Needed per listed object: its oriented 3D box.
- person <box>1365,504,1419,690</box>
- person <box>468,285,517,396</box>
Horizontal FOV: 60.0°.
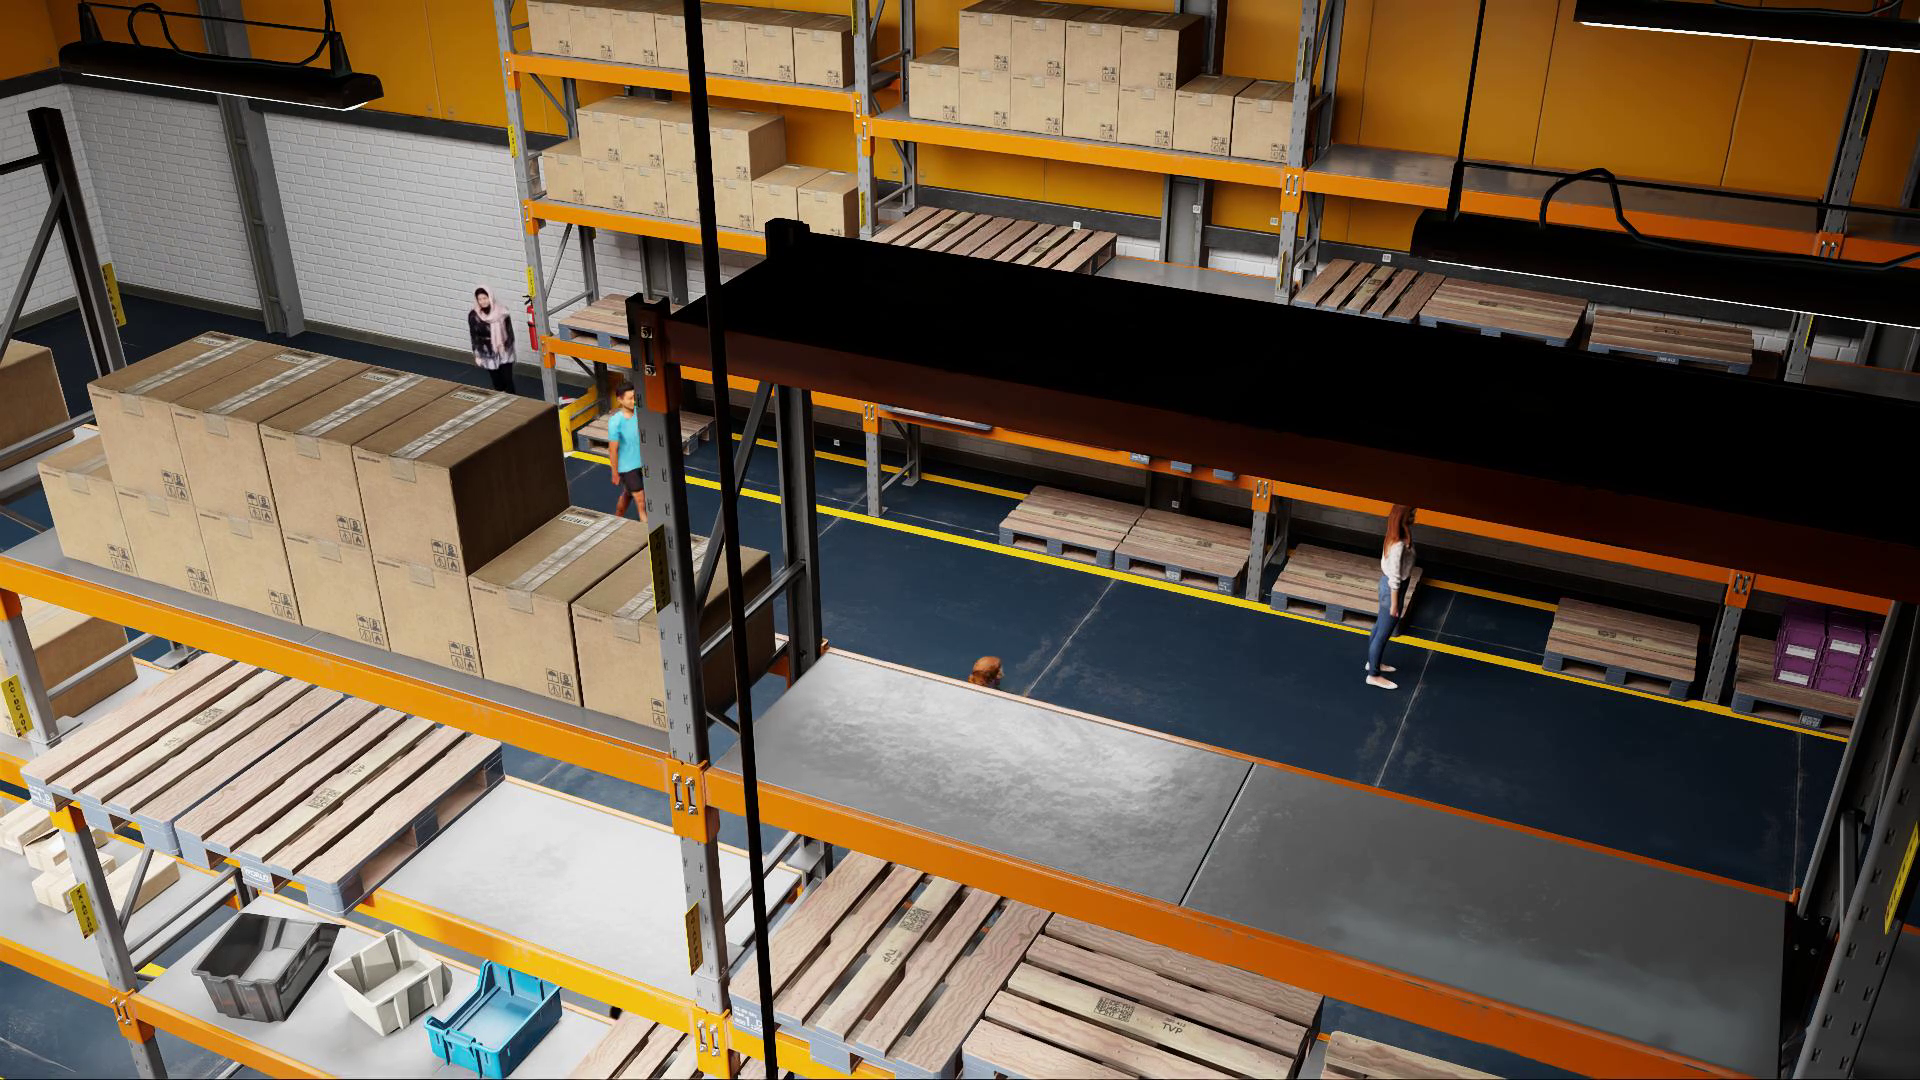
[{"bbox_3d":[3.641,0.426,14.028,0.560,1.728,0.613,6,29,11],"label":"person"},{"bbox_3d":[-5.283,-2.189,18.957,0.877,1.598,0.924,-11,30,-19],"label":"person"}]
